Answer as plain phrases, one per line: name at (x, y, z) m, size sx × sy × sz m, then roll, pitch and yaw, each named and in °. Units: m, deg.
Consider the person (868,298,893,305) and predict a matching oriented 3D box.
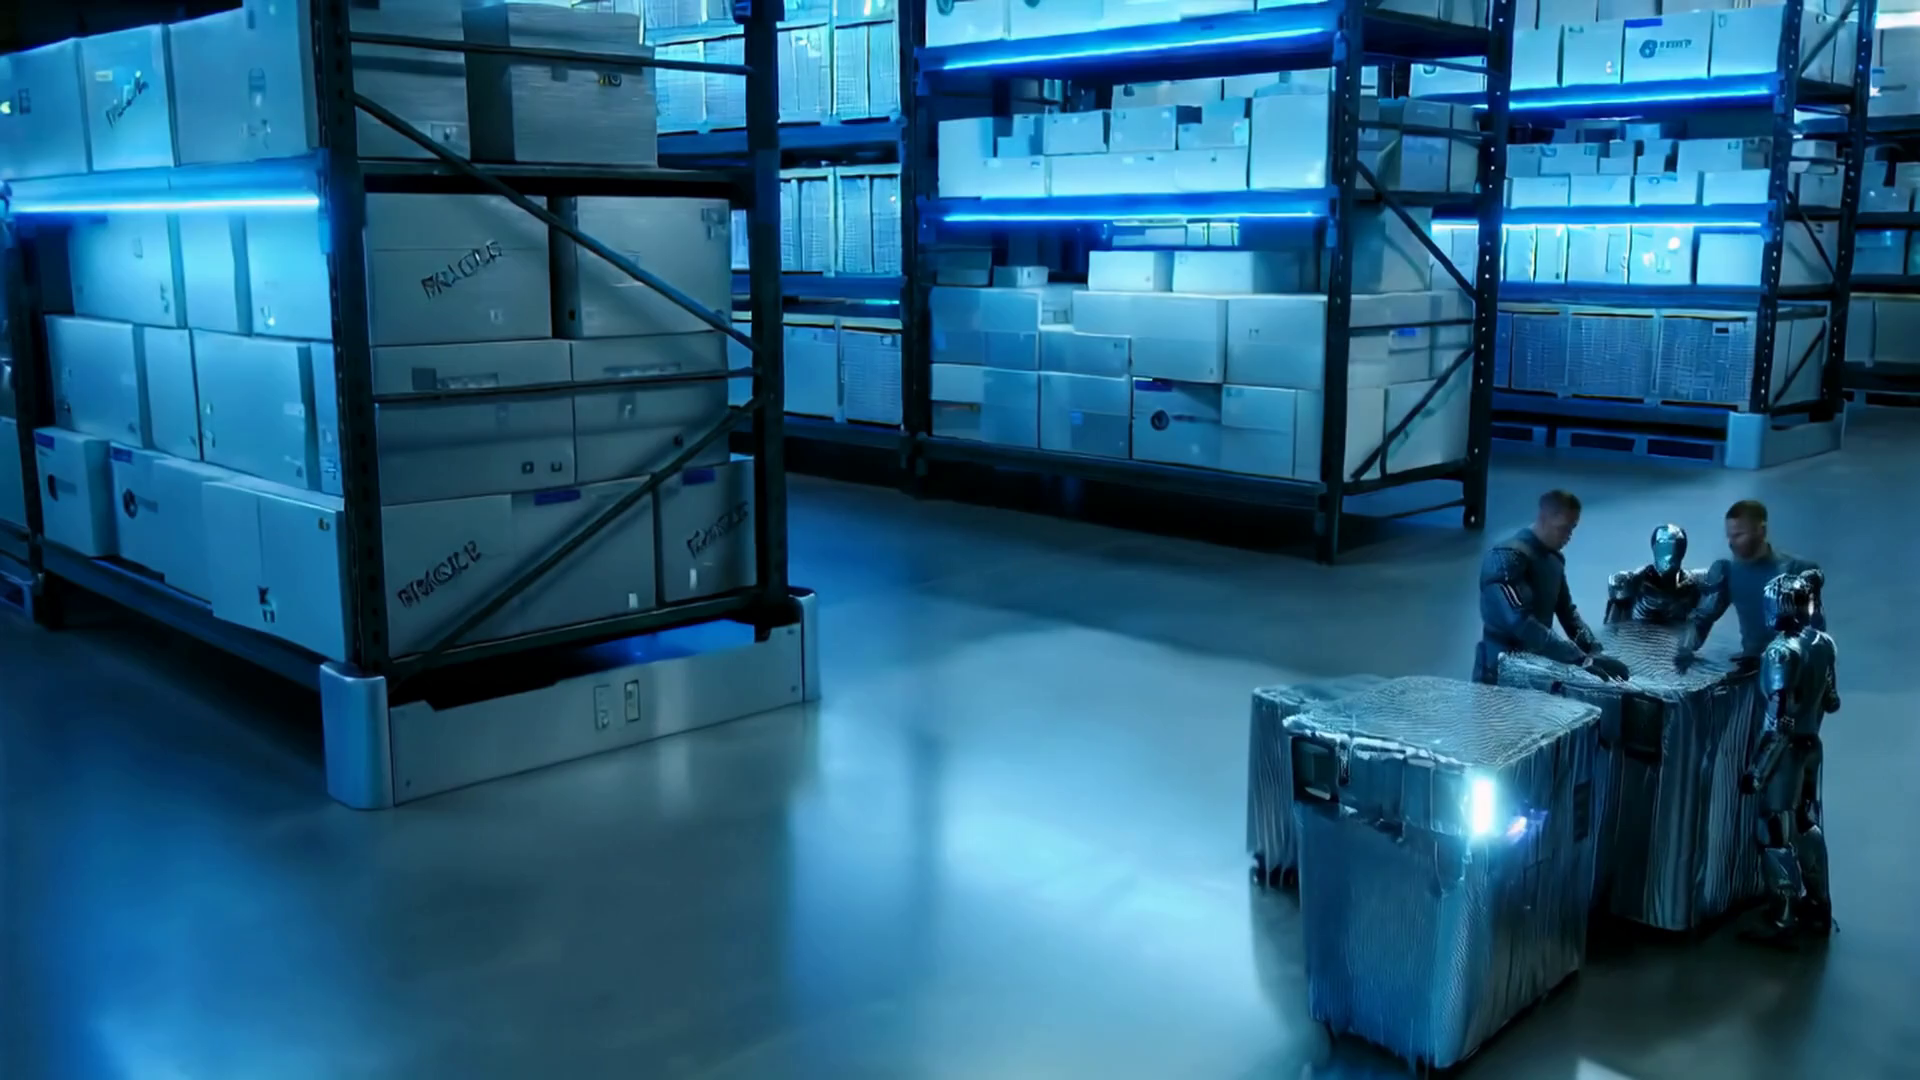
person at (-1.065, -2.795, 21.671) m, size 0.364 × 1.934 × 0.552 m, roll 4°, pitch 11°, yaw 18°
